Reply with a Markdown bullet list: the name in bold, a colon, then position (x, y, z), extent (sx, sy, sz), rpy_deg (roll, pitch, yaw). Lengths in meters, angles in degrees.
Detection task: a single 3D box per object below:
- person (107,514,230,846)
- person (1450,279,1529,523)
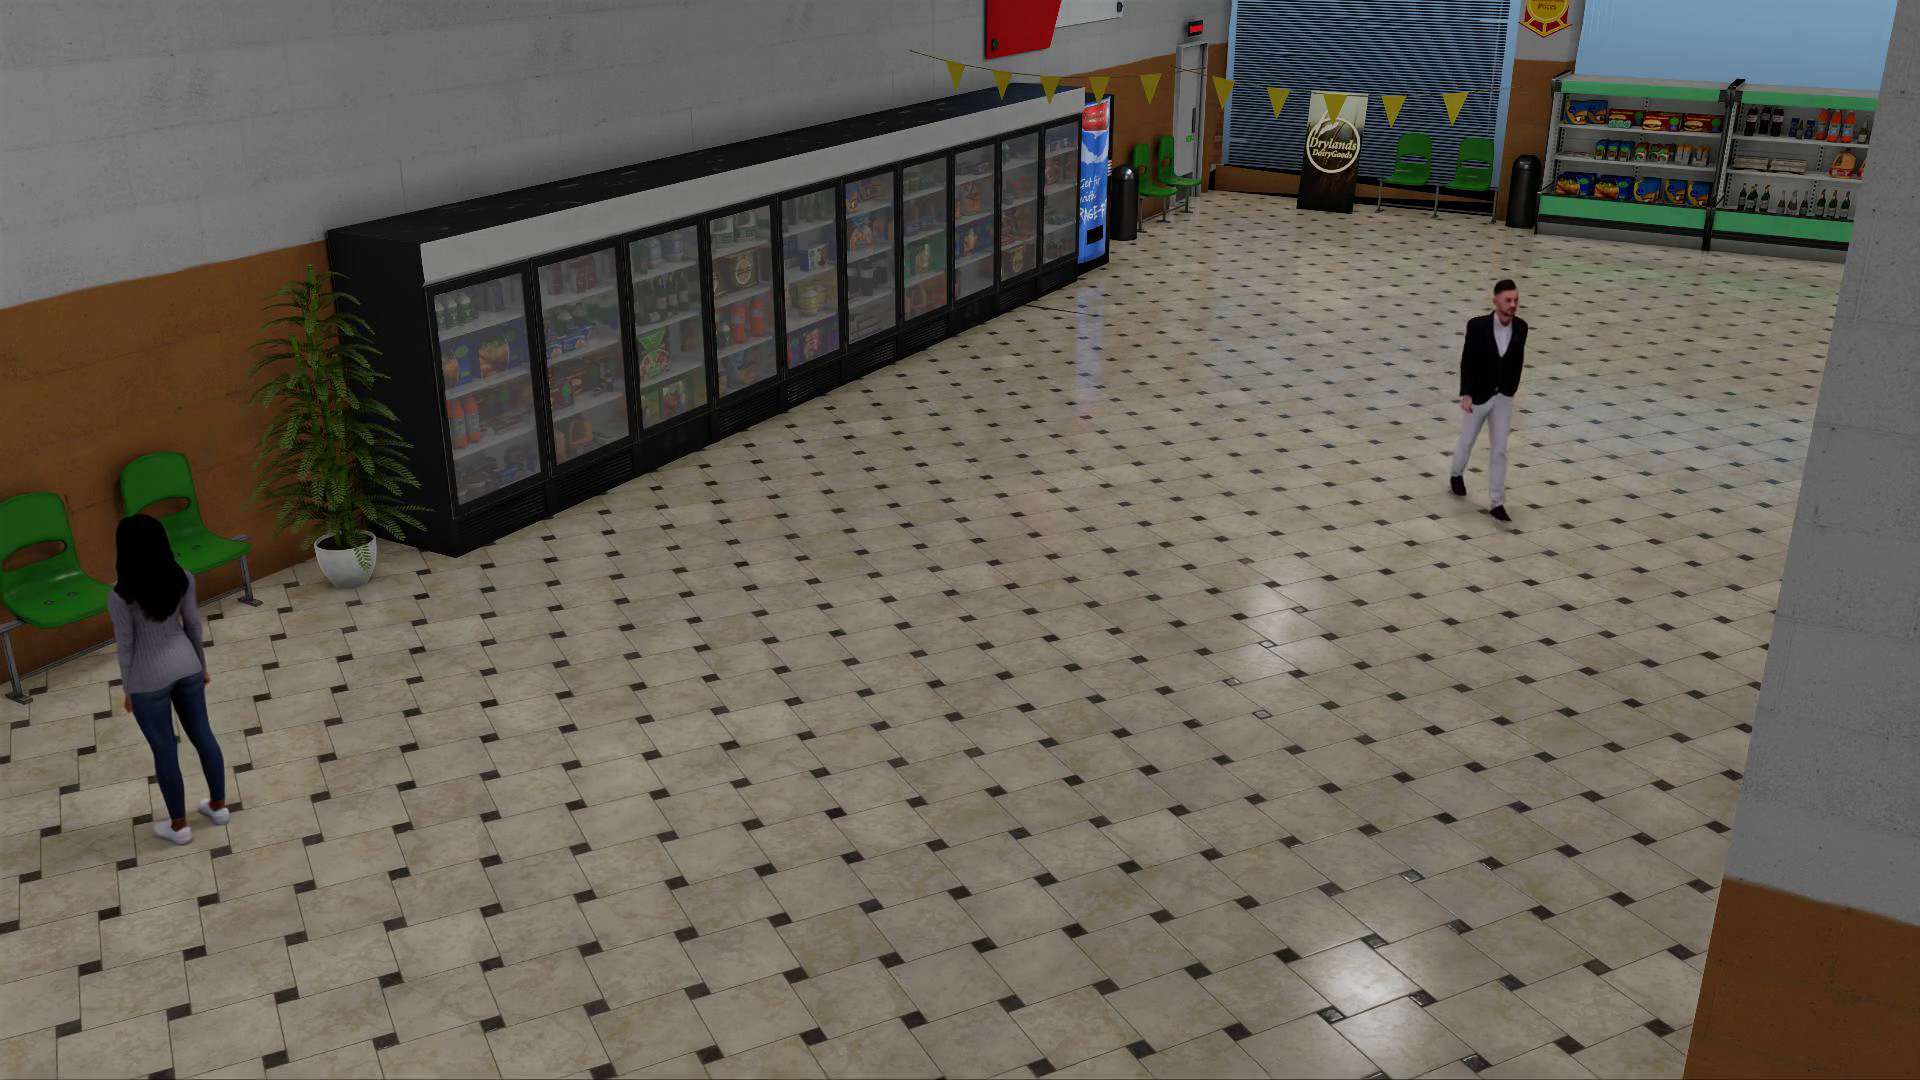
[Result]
- **person**: position (-3.980, 0.694, 8.361), extent (0.527, 1.735, 0.602), rpy_deg (14, 26, 31)
- **person**: position (4.000, -1.105, 12.759), extent (1.232, 1.795, 1.128), rpy_deg (-1, 22, -2)
